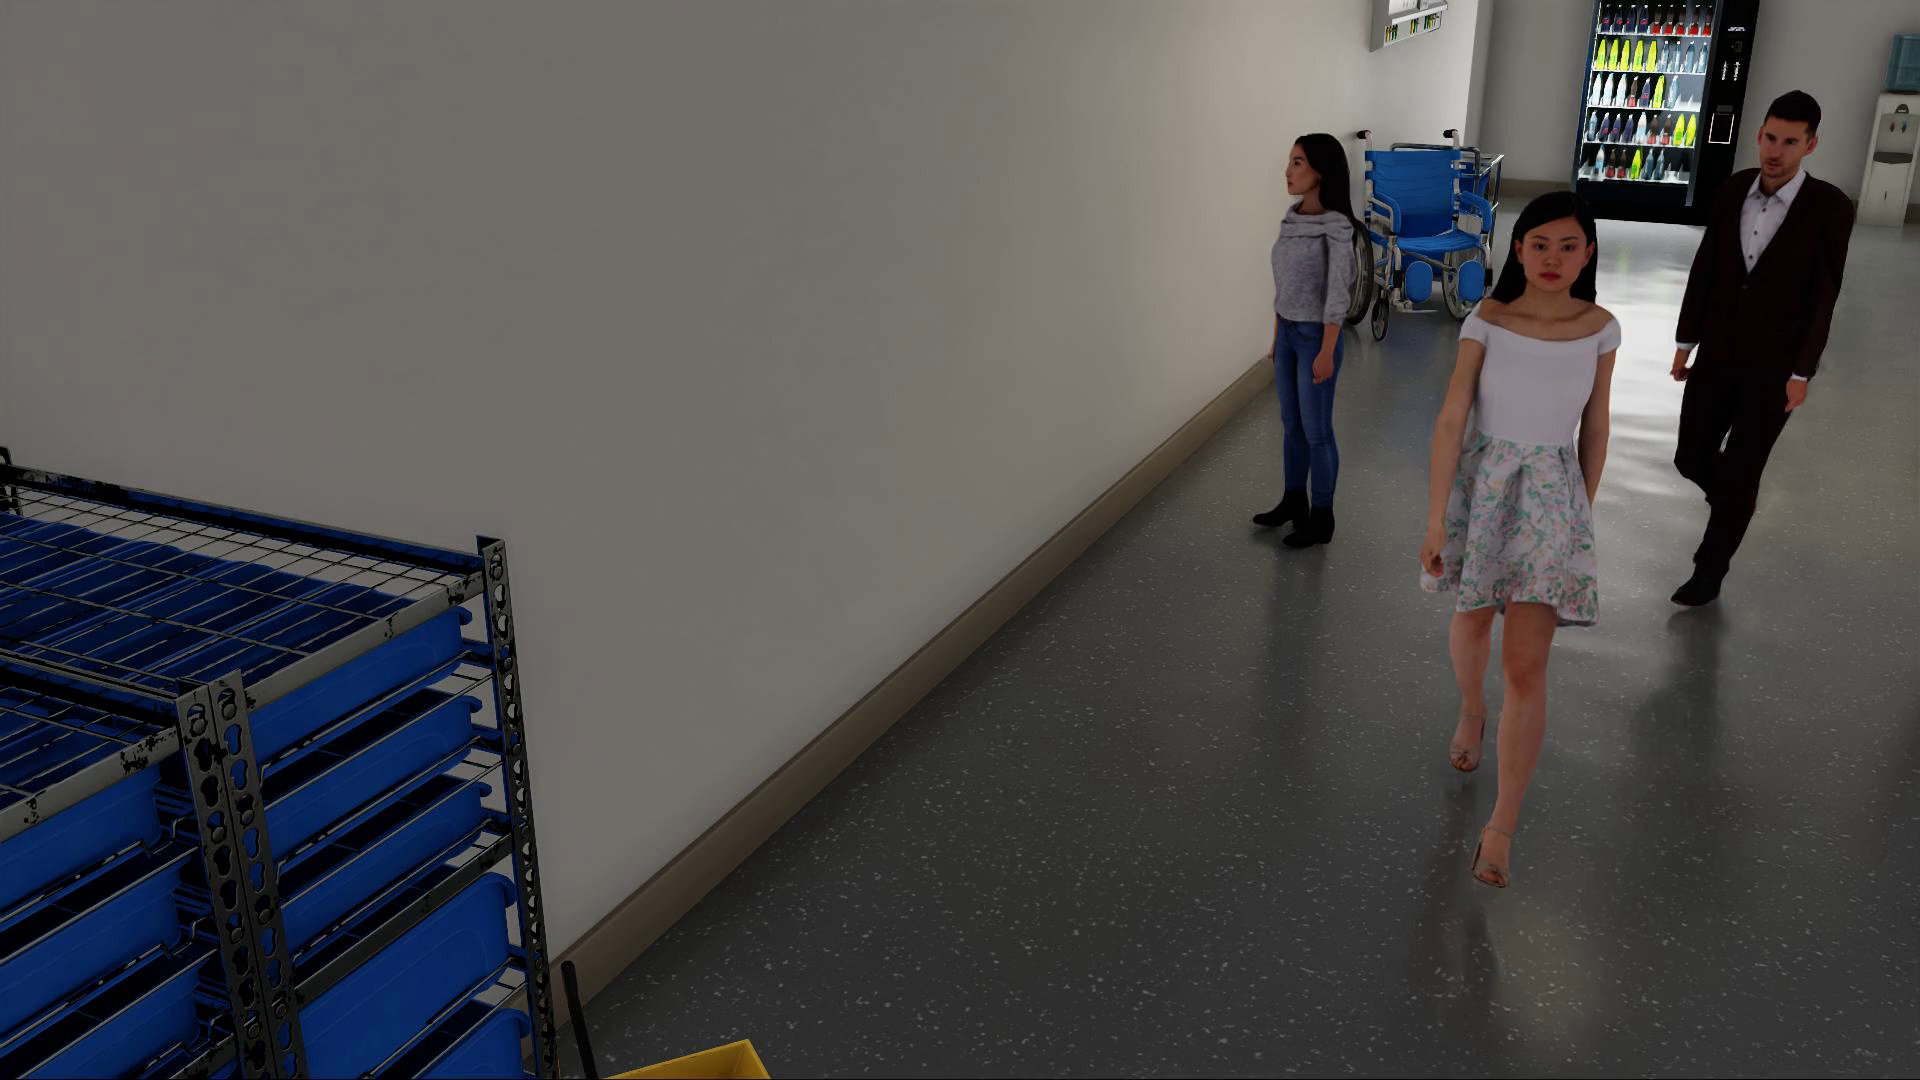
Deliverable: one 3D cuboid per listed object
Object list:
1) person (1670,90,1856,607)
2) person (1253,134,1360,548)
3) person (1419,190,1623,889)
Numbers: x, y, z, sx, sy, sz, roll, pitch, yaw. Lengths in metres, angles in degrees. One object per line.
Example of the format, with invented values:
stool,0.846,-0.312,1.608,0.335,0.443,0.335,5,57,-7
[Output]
person,2.880,-0.667,5.961,0.982,1.842,0.992,-14,25,-33
person,1.383,-0.777,6.549,0.718,1.632,0.672,-6,22,-16
person,1.459,-0.036,4.468,1.182,1.720,0.808,6,22,15
